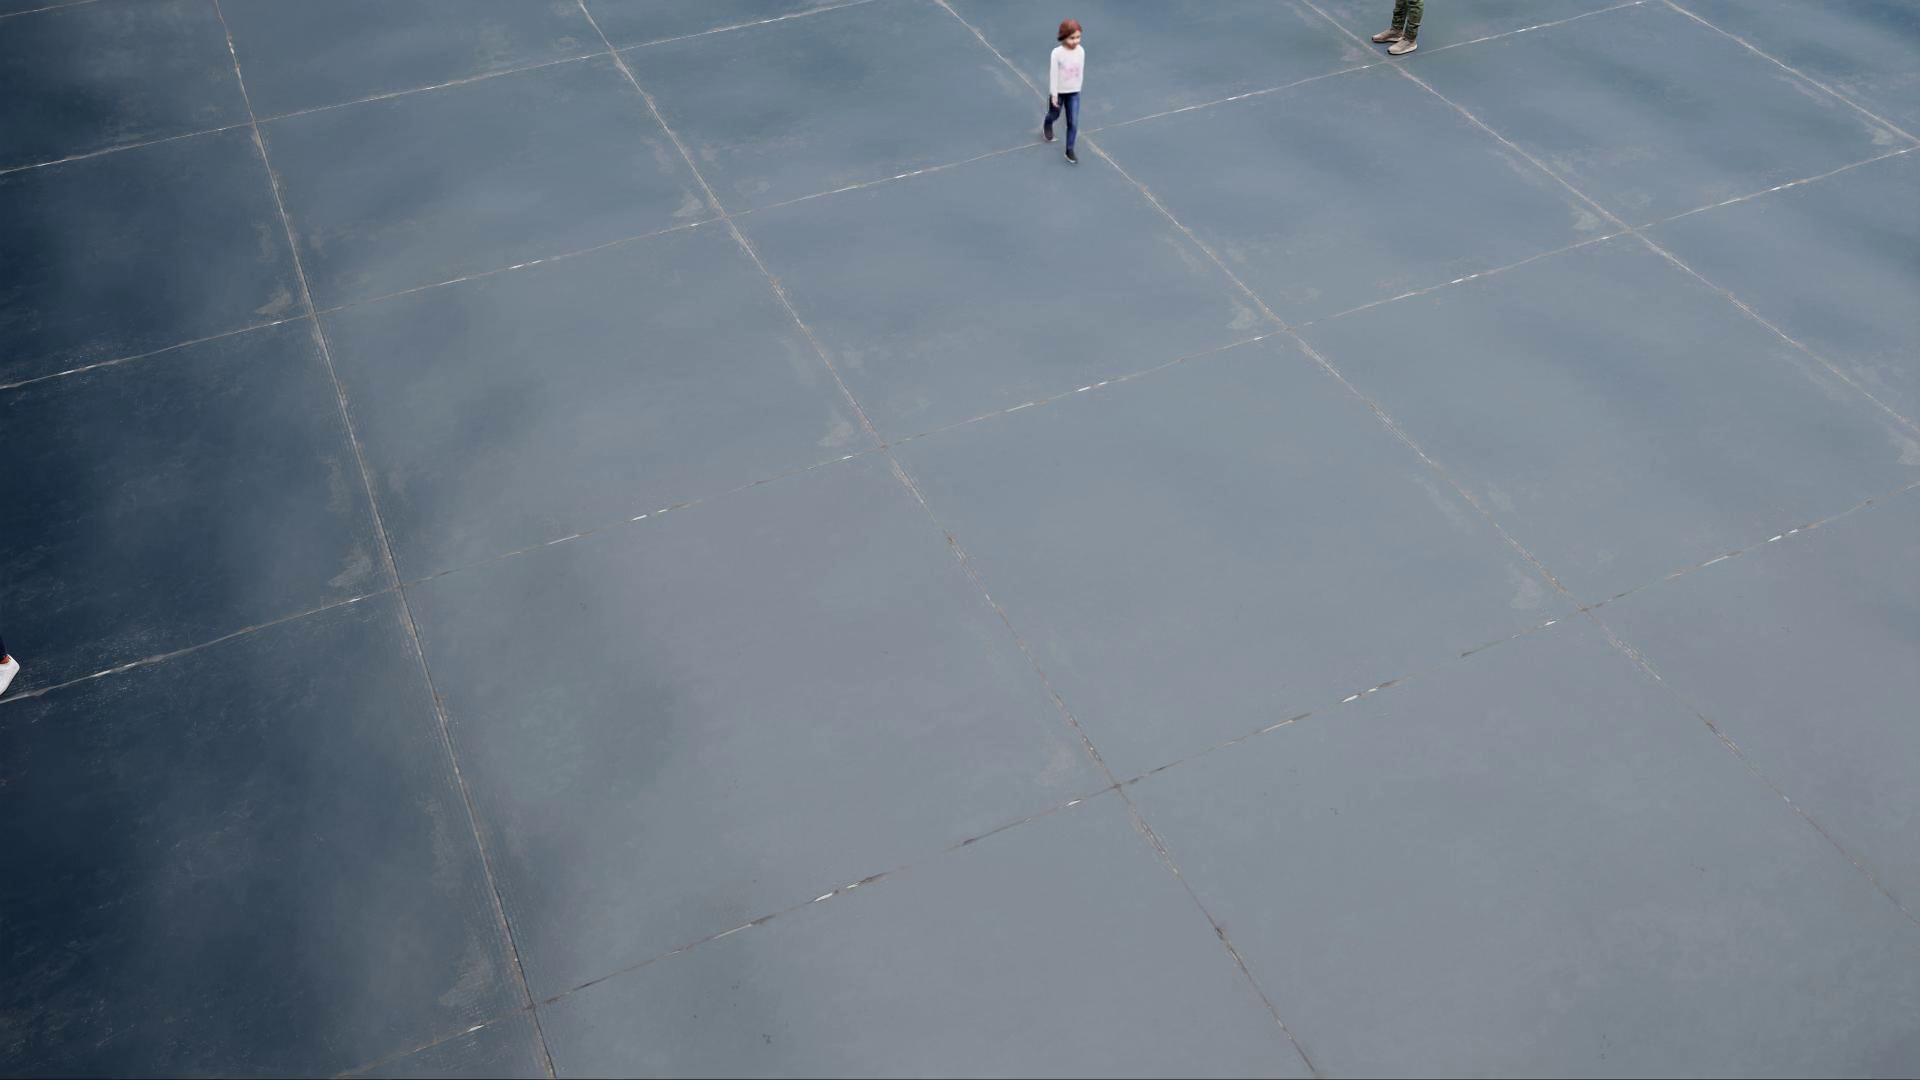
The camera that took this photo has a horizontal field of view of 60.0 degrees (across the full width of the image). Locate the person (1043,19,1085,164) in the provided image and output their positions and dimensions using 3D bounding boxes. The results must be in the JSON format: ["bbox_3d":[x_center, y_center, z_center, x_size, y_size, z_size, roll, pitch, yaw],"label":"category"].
[{"bbox_3d":[0.784,-3.495,12.790,0.510,1.095,0.801,-10,43,-11],"label":"person"}]

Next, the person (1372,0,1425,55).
[{"bbox_3d":[3.818,-4.924,13.948,0.657,1.654,0.494,-13,44,-14],"label":"person"}]
